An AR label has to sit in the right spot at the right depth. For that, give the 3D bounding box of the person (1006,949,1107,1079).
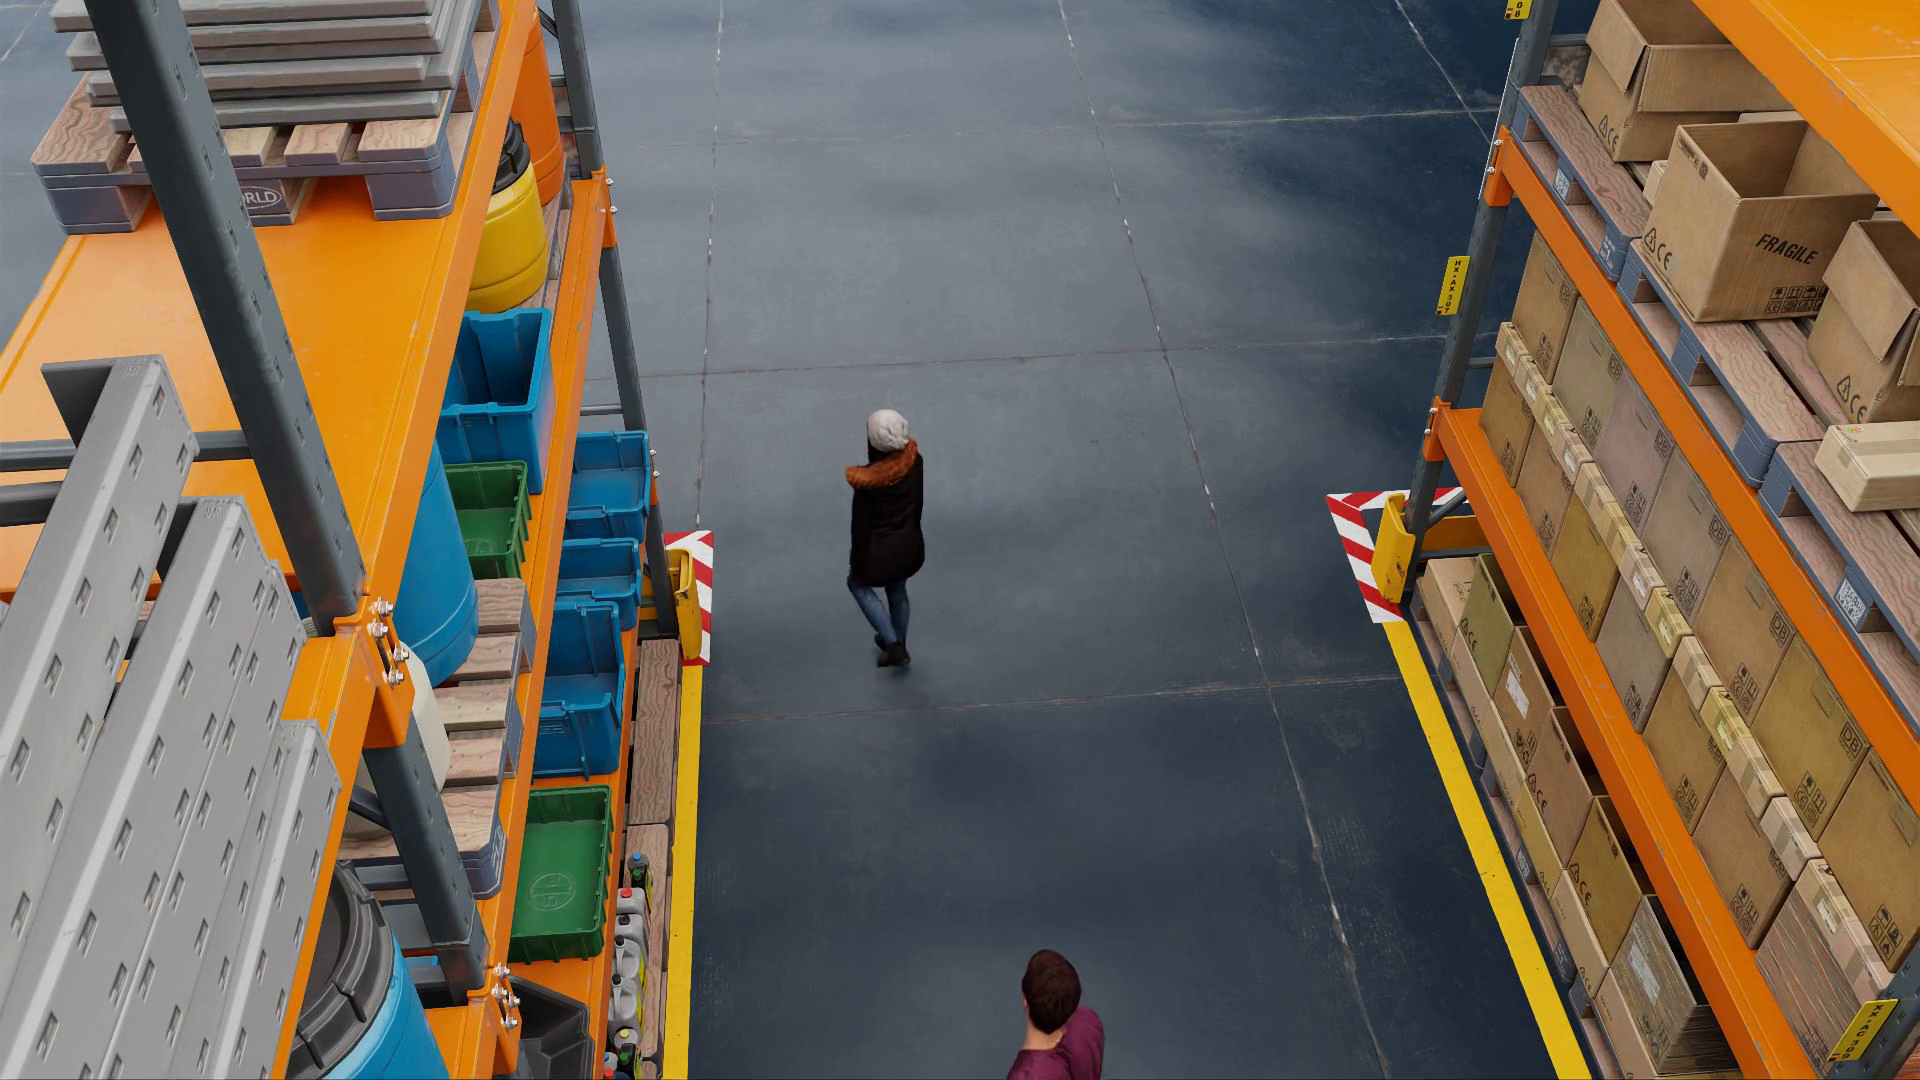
[{"bbox_3d":[0.331,2.191,5.771,0.898,1.804,0.838,20,46,20],"label":"person"}]

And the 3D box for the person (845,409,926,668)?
[{"bbox_3d":[-0.319,0.066,8.247,0.752,1.621,0.796,-31,50,-29],"label":"person"}]
